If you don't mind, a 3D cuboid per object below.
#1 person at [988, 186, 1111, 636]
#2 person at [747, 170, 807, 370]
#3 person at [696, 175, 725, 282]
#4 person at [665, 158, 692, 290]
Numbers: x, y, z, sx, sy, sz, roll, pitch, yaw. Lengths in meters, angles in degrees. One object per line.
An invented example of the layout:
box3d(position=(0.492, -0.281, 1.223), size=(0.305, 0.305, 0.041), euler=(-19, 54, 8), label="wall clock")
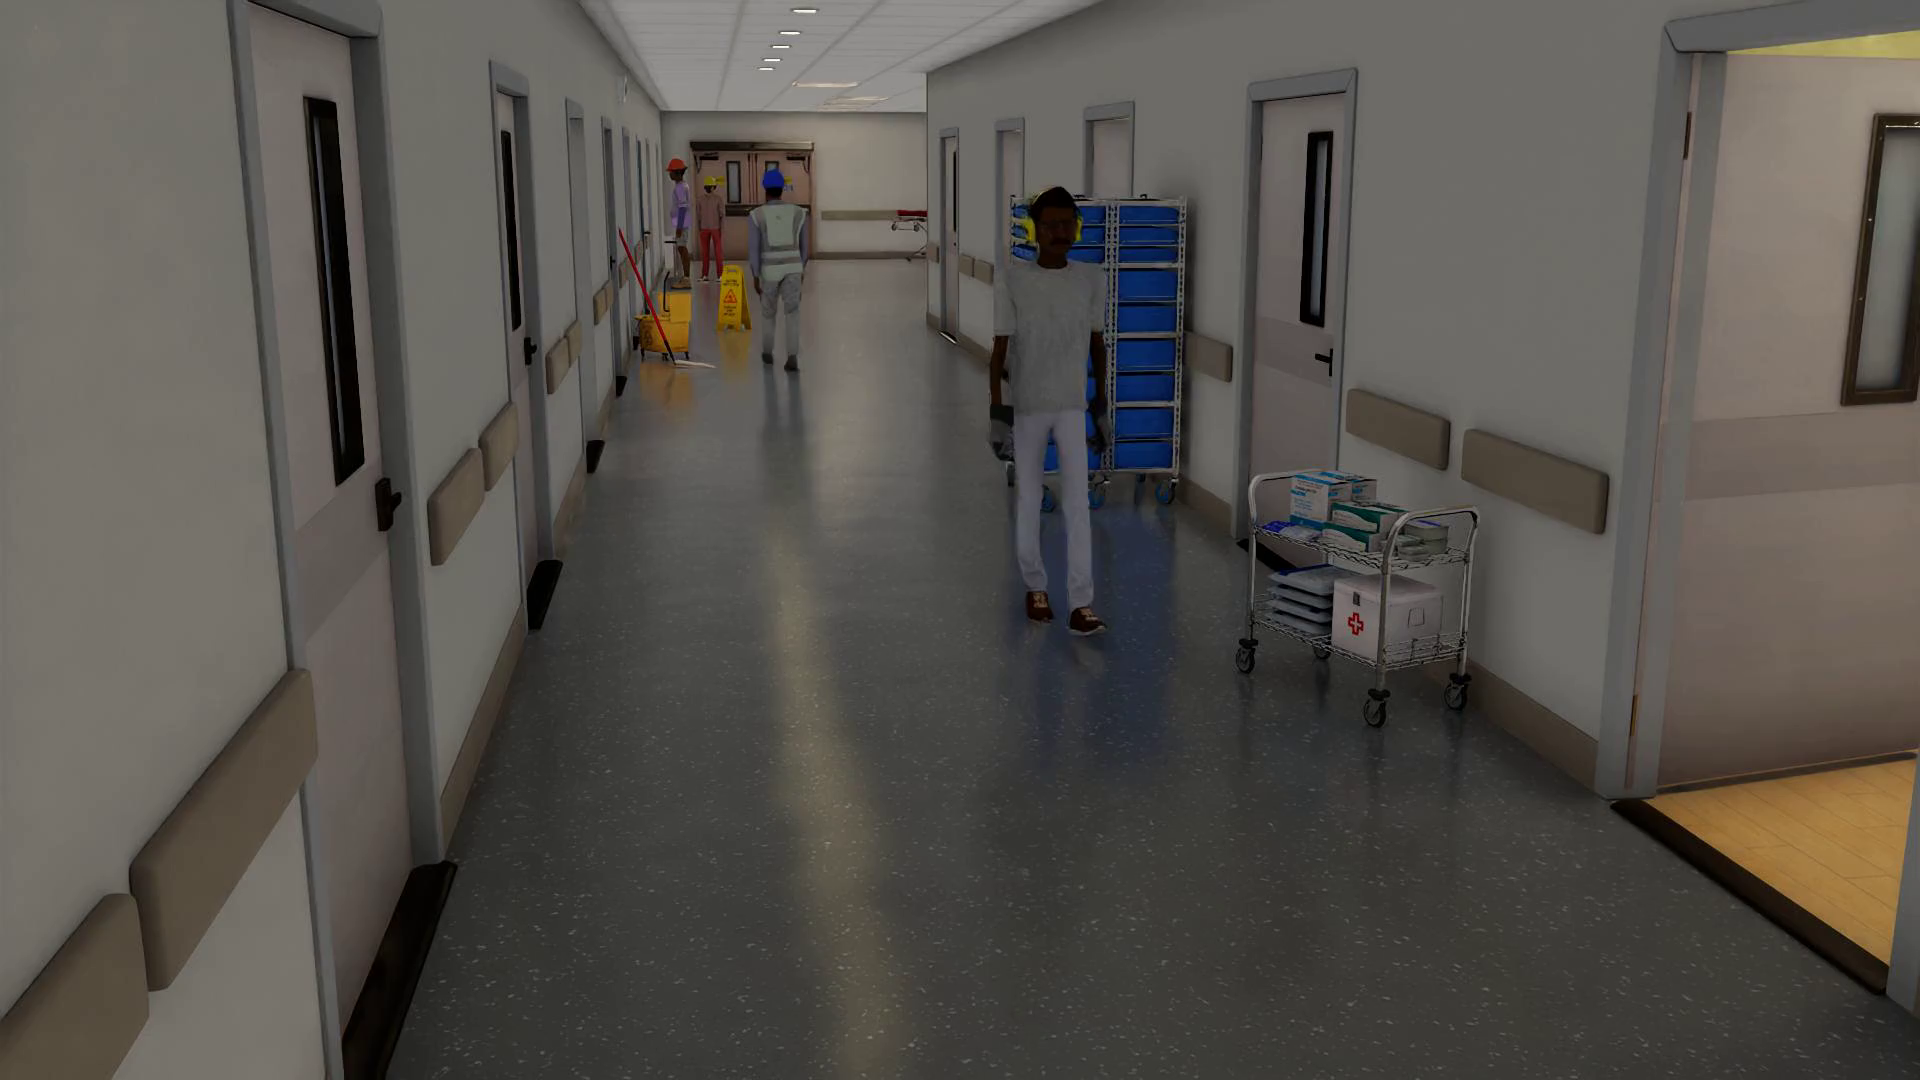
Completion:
box3d(position=(0.396, -0.504, 6.826), size=(0.554, 1.837, 0.861), euler=(-2, 13, -8), label="person")
box3d(position=(-1.750, -2.602, 16.051), size=(0.597, 1.896, 1.024), euler=(-3, 13, -14), label="person")
box3d(position=(-4.204, -5.241, 28.036), size=(0.522, 1.770, 0.308), euler=(3, 13, 13), label="person")
box3d(position=(-4.433, -4.980, 26.258), size=(0.373, 2.043, 0.615), euler=(-2, 13, -7), label="person")
